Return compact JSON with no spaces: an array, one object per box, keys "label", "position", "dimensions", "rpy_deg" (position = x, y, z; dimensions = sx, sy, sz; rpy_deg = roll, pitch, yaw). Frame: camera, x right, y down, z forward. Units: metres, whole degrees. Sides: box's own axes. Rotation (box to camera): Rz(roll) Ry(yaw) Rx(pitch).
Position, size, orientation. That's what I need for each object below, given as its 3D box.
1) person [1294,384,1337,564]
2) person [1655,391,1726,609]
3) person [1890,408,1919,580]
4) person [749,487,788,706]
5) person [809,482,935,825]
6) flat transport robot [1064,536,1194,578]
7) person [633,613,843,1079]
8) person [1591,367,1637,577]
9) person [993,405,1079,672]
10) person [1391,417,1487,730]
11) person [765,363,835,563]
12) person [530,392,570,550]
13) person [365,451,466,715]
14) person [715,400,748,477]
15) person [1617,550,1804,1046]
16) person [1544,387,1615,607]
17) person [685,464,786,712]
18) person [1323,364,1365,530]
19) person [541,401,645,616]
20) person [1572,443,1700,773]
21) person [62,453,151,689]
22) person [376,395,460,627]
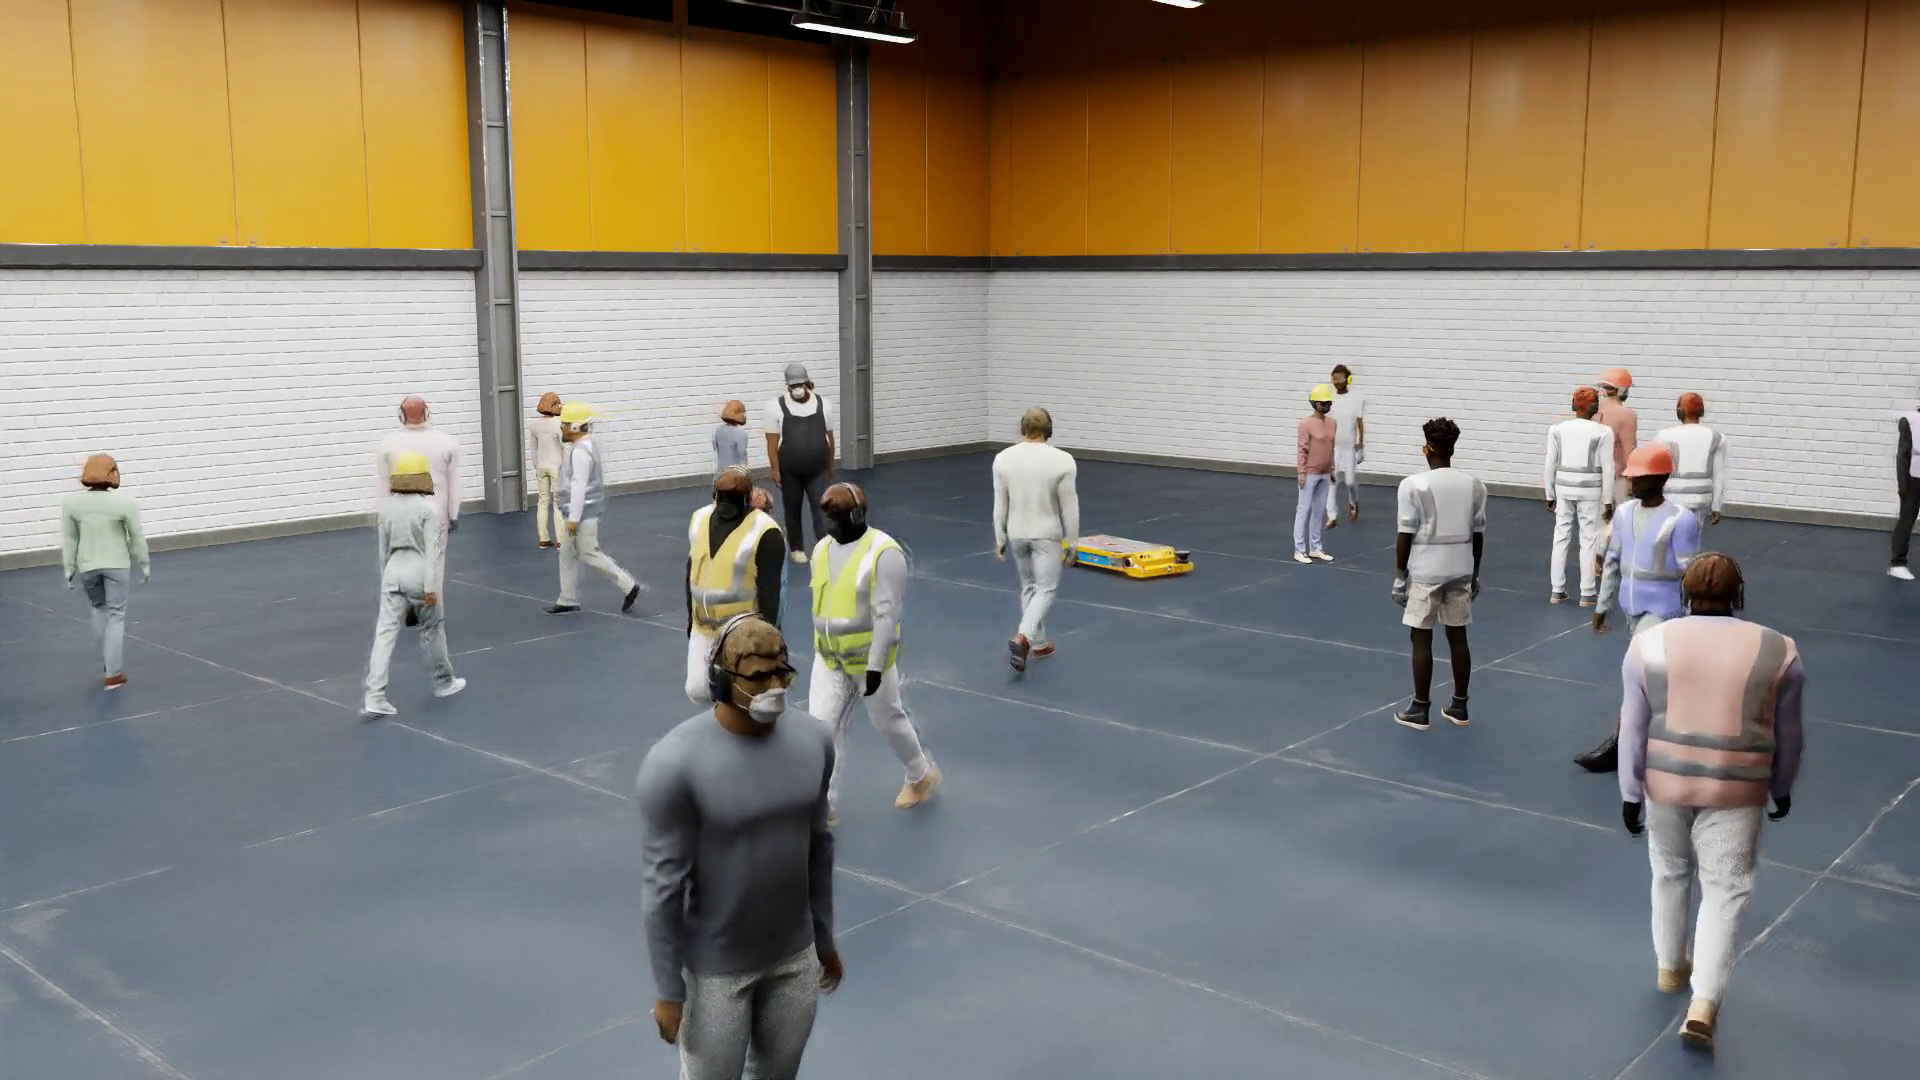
[{"label":"person","position":[3.537,-0.654,16.426],"dimensions":[0.526,1.768,0.331],"rpy_deg":[-7,11,-36]},{"label":"person","position":[6.121,-0.313,13.972],"dimensions":[0.594,1.864,0.611],"rpy_deg":[1,9,7]},{"label":"person","position":[8.925,-0.537,15.290],"dimensions":[0.618,1.892,0.826],"rpy_deg":[-1,9,-8]},{"label":"person","position":[-1.246,0.472,9.870],"dimensions":[0.534,1.582,0.882],"rpy_deg":[3,9,16]},{"label":"person","position":[-0.496,0.583,8.593],"dimensions":[0.609,1.800,0.962],"rpy_deg":[6,11,35]},{"label":"flat transport robot","position":[1.522,0.142,16.106],"dimensions":[0.652,0.197,1.431],"rpy_deg":[-7,11,-37]},{"label":"person","position":[-0.592,1.147,4.581],"dimensions":[0.635,1.936,0.358],"rpy_deg":[-9,12,-43]},{"label":"person","position":[6.046,-0.616,15.499],"dimensions":[0.478,1.983,0.636],"rpy_deg":[-3,10,-20]},{"label":"person","position":[0.521,-0.010,11.937],"dimensions":[0.638,1.913,0.863],"rpy_deg":[4,10,25]},{"label":"person","position":[3.012,0.205,10.480],"dimensions":[0.618,1.952,0.404],"rpy_deg":[-3,10,-19]},{"label":"person","position":[-1.506,-0.734,16.066],"dimensions":[0.693,2.000,0.989],"rpy_deg":[-2,9,-15]},{"label":"person","position":[-4.215,-0.714,17.217],"dimensions":[0.500,1.633,0.282],"rpy_deg":[4,10,26]},{"label":"person","position":[-3.601,0.269,10.865],"dimensions":[0.492,1.686,0.957],"rpy_deg":[2,9,14]},{"label":"person","position":[-2.194,-0.593,16.538],"dimensions":[0.519,1.596,0.798],"rpy_deg":[8,12,42]},{"label":"person","position":[2.803,0.947,6.266],"dimensions":[0.621,1.811,0.877],"rpy_deg":[5,10,30]},{"label":"person","position":[5.319,-0.373,14.292],"dimensions":[0.585,1.882,0.337],"rpy_deg":[8,12,41]},{"label":"person","position":[-1.254,0.479,9.162],"dimensions":[0.651,1.816,0.465],"rpy_deg":[6,11,31]},{"label":"person","position":[4.321,-1.053,18.711],"dimensions":[0.523,1.839,0.713],"rpy_deg":[4,10,26]},{"label":"person","position":[-3.058,-0.253,13.775],"dimensions":[0.796,1.809,0.588],"rpy_deg":[-2,9,-13]},{"label":"person","position":[3.985,0.374,9.621],"dimensions":[1.009,1.887,0.567],"rpy_deg":[-4,10,-23]},{"label":"person","position":[-5.902,0.197,11.562],"dimensions":[0.524,1.610,0.645],"rpy_deg":[-1,9,-7]},{"label":"person","position":[-4.316,-0.214,13.295],"dimensions":[0.644,1.892,0.523],"rpy_deg":[-4,10,-25]}]
